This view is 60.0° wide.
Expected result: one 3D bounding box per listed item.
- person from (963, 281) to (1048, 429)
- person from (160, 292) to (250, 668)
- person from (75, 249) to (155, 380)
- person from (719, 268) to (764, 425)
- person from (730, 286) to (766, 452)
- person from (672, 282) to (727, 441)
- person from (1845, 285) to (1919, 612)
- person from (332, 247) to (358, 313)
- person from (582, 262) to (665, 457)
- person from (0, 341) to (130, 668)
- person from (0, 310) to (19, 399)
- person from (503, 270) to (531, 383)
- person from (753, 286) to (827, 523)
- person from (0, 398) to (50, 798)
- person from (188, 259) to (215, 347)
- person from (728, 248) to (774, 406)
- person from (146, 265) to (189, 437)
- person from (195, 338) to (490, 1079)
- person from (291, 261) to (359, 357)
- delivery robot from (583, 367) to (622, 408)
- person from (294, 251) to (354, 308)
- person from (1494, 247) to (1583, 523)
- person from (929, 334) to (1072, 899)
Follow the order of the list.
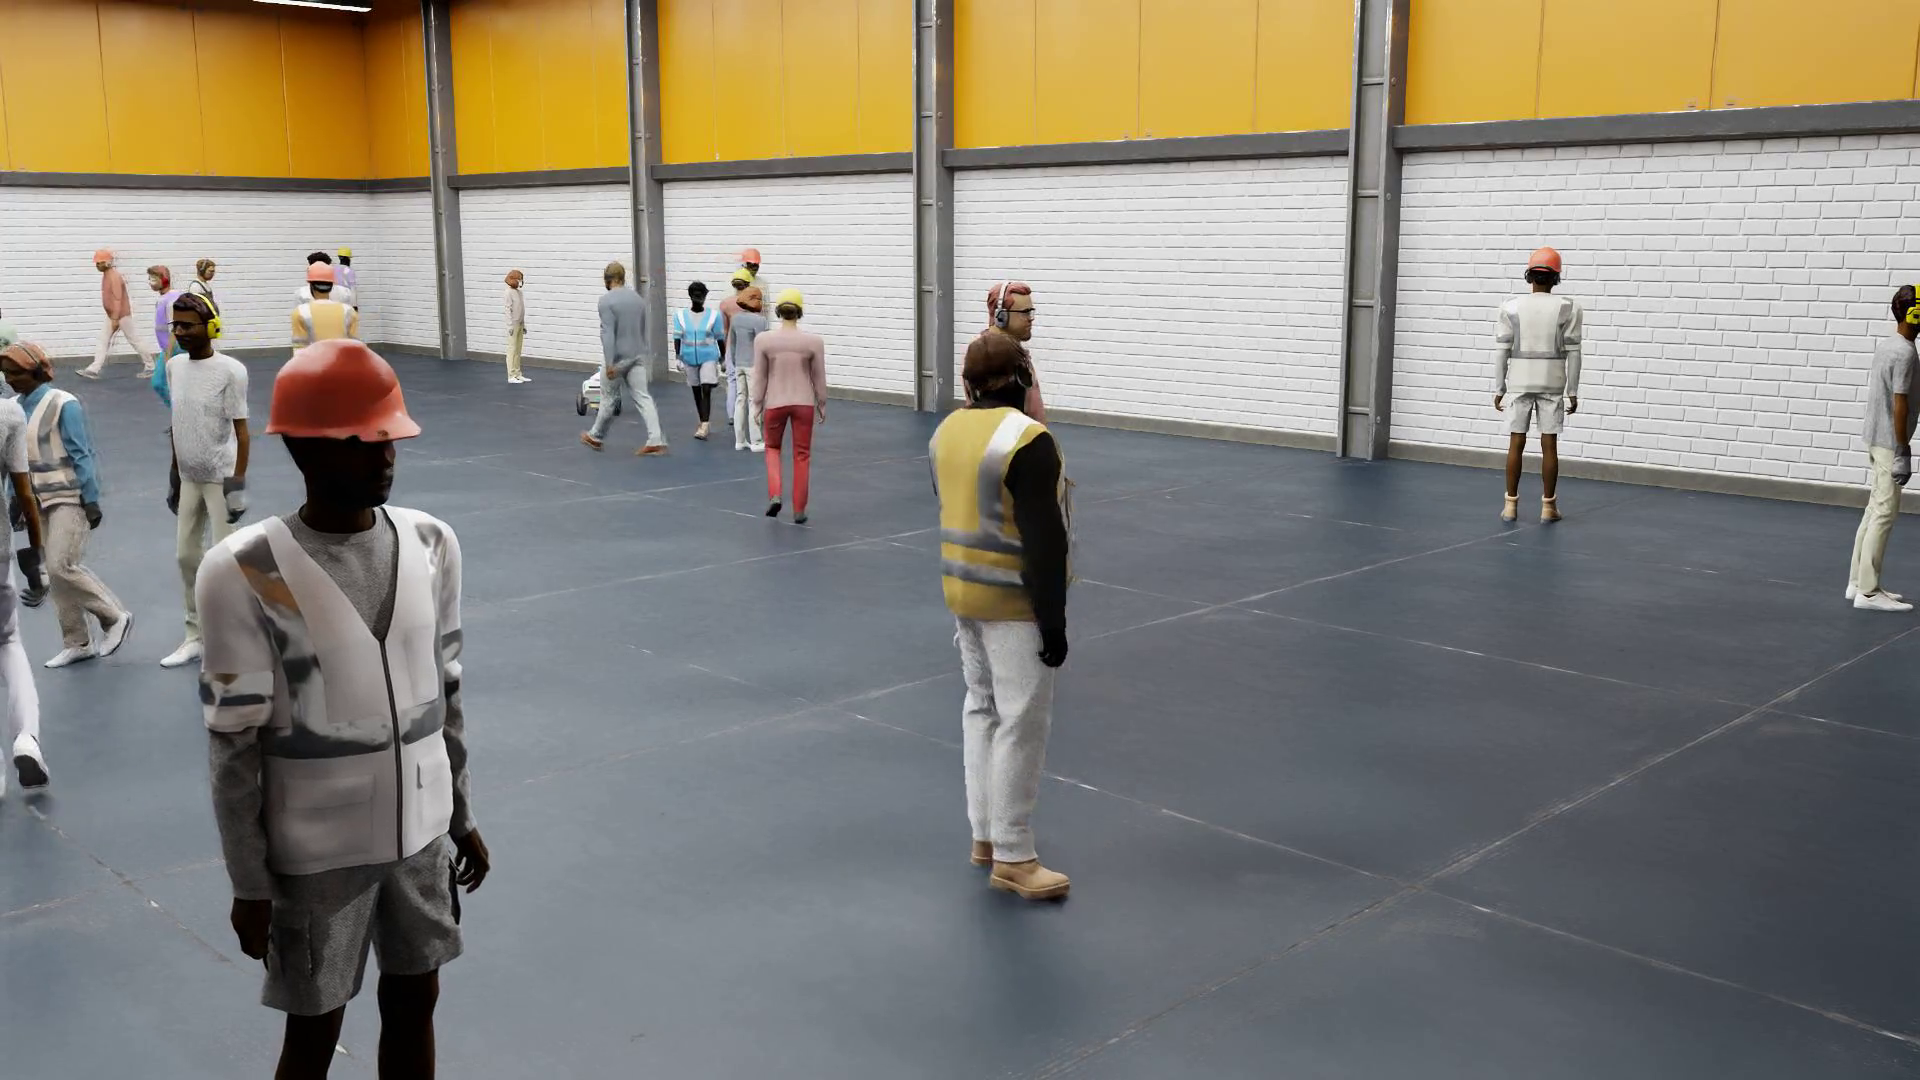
[{"bbox_3d":[0.237,-0.319,8.248,0.401,1.907,0.646,2,11,13],"label":"person"},{"bbox_3d":[-3.719,-0.280,8.181,0.555,1.859,0.376,4,11,23],"label":"person"},{"bbox_3d":[-12.476,-3.320,24.579,0.637,1.913,1.138,10,14,44],"label":"person"},{"bbox_3d":[-2.439,-2.170,18.727,0.532,1.766,0.325,2,11,11],"label":"person"},{"bbox_3d":[-2.072,-1.693,16.489,0.502,1.632,0.294,10,14,43],"label":"person"},{"bbox_3d":[-2.734,-1.881,17.463,0.541,1.643,0.812,1,10,6],"label":"person"},{"bbox_3d":[5.331,-0.523,9.499,0.316,1.862,0.514,3,11,18],"label":"person"},{"bbox_3d":[-10.900,-4.233,29.553,0.591,1.920,0.380,6,12,30],"label":"person"},{"bbox_3d":[-3.287,-1.749,16.127,1.032,1.872,0.666,7,12,33],"label":"person"},{"bbox_3d":[-4.465,-0.168,8.185,0.540,1.619,0.388,5,12,25],"label":"person"},{"bbox_3d":[-8.899,-1.470,15.333,0.514,1.606,0.746,0,10,-2],"label":"person"},{"bbox_3d":[-6.443,-3.096,24.141,0.289,1.632,0.497,2,11,9],"label":"person"},{"bbox_3d":[-1.261,-0.998,12.367,0.542,1.755,0.376,-1,10,-4],"label":"person"},{"bbox_3d":[-3.730,0.080,6.255,0.497,1.848,0.455,-7,13,-35],"label":"person"},{"bbox_3d":[-10.079,-2.807,22.054,0.522,1.821,0.707,-2,11,-13],"label":"person"},{"bbox_3d":[-2.584,-2.641,20.731,0.431,1.979,0.616,9,14,41],"label":"person"},{"bbox_3d":[-8.314,-1.978,17.538,0.465,1.814,0.617,-7,12,-32],"label":"person"},{"bbox_3d":[-1.192,0.582,3.301,0.429,1.943,0.550,8,13,38],"label":"person"},{"bbox_3d":[-5.272,-1.361,13.903,0.551,1.917,0.565,-7,13,-35],"label":"person"},{"bbox_3d":[-4.281,-1.831,19.925,0.477,0.478,0.707,0,10,0],"label":"delivery robot"},{"bbox_3d":[-6.556,-1.983,17.162,0.665,1.963,0.361,-8,13,-37],"label":"person"},{"bbox_3d":[4.292,-1.145,12.379,0.613,2.043,0.373,4,11,22],"label":"person"},{"bbox_3d":[0.183,0.234,5.529,0.432,1.811,0.764,-6,12,-29],"label":"person"}]
